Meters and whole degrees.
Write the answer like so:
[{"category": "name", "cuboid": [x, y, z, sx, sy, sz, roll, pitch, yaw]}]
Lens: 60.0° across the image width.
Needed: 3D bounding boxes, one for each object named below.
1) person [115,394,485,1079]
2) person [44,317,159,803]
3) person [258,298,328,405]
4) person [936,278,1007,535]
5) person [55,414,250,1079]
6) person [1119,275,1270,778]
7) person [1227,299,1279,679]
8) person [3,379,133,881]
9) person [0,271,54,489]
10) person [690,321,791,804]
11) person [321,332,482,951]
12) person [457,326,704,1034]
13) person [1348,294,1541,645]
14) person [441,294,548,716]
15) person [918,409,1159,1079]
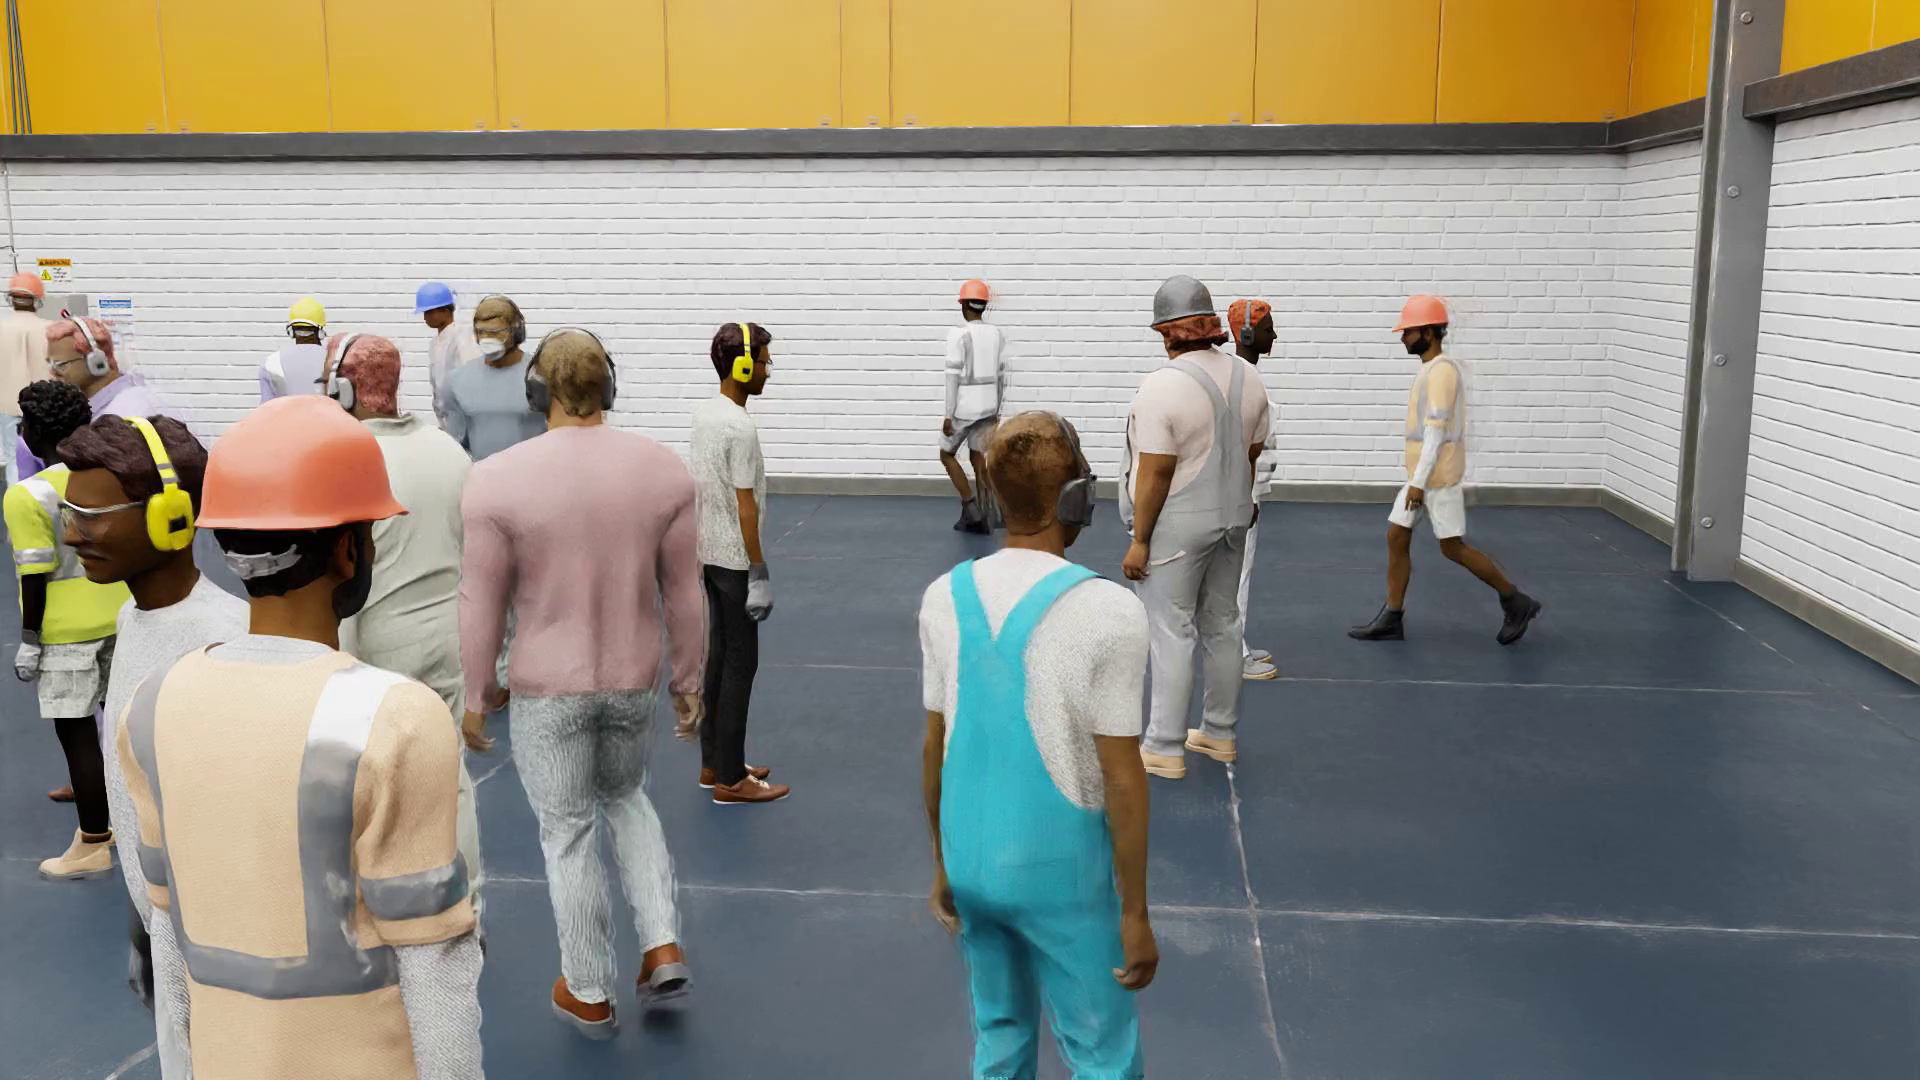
[{"category": "person", "cuboid": [-0.894, 0.763, 2.381, 0.548, 1.934, 0.381, 4, 11, 23]}, {"category": "person", "cuboid": [-3.233, 0.106, 6.273, 0.655, 1.874, 0.654, -9, 13, -42]}, {"category": "person", "cuboid": [-4.010, -0.583, 10.343, 0.600, 1.830, 0.404, -3, 10, -16]}, {"category": "person", "cuboid": [0.070, -0.982, 12.391, 0.589, 1.910, 0.406, -8, 13, -40]}, {"category": "person", "cuboid": [-1.327, 0.706, 2.893, 0.506, 1.864, 0.331, 10, 14, 44]}, {"category": "person", "cuboid": [0.892, -0.065, 6.784, 0.672, 2.000, 0.536, -8, 13, -39]}, {"category": "person", "cuboid": [1.427, -0.256, 8.332, 0.355, 1.882, 0.576, 1, 10, 7]}, {"category": "person", "cuboid": [-2.993, 0.305, 5.648, 0.321, 1.697, 0.535, 2, 10, 11]}, {"category": "person", "cuboid": [-6.815, -0.966, 12.182, 0.643, 1.999, 0.627, -5, 11, -27]}, {"category": "person", "cuboid": [-0.863, 0.094, 6.410, 0.337, 1.858, 0.523, -5, 11, -27]}, {"category": "person", "cuboid": [-1.716, 0.344, 4.881, 0.467, 1.906, 0.663, 4, 11, 24]}, {"category": "person", "cuboid": [-1.020, 0.392, 4.495, 0.643, 1.923, 0.422, -7, 12, -36]}, {"category": "person", "cuboid": [2.638, -0.362, 8.922, 0.944, 1.897, 0.568, 1, 10, 4]}, {"category": "person", "cuboid": [-2.038, -0.147, 7.580, 0.636, 1.931, 0.377, 1, 10, 7]}, {"category": "person", "cuboid": [0.130, 0.664, 3.219, 0.544, 1.830, 0.533, 7, 12, 36]}]
